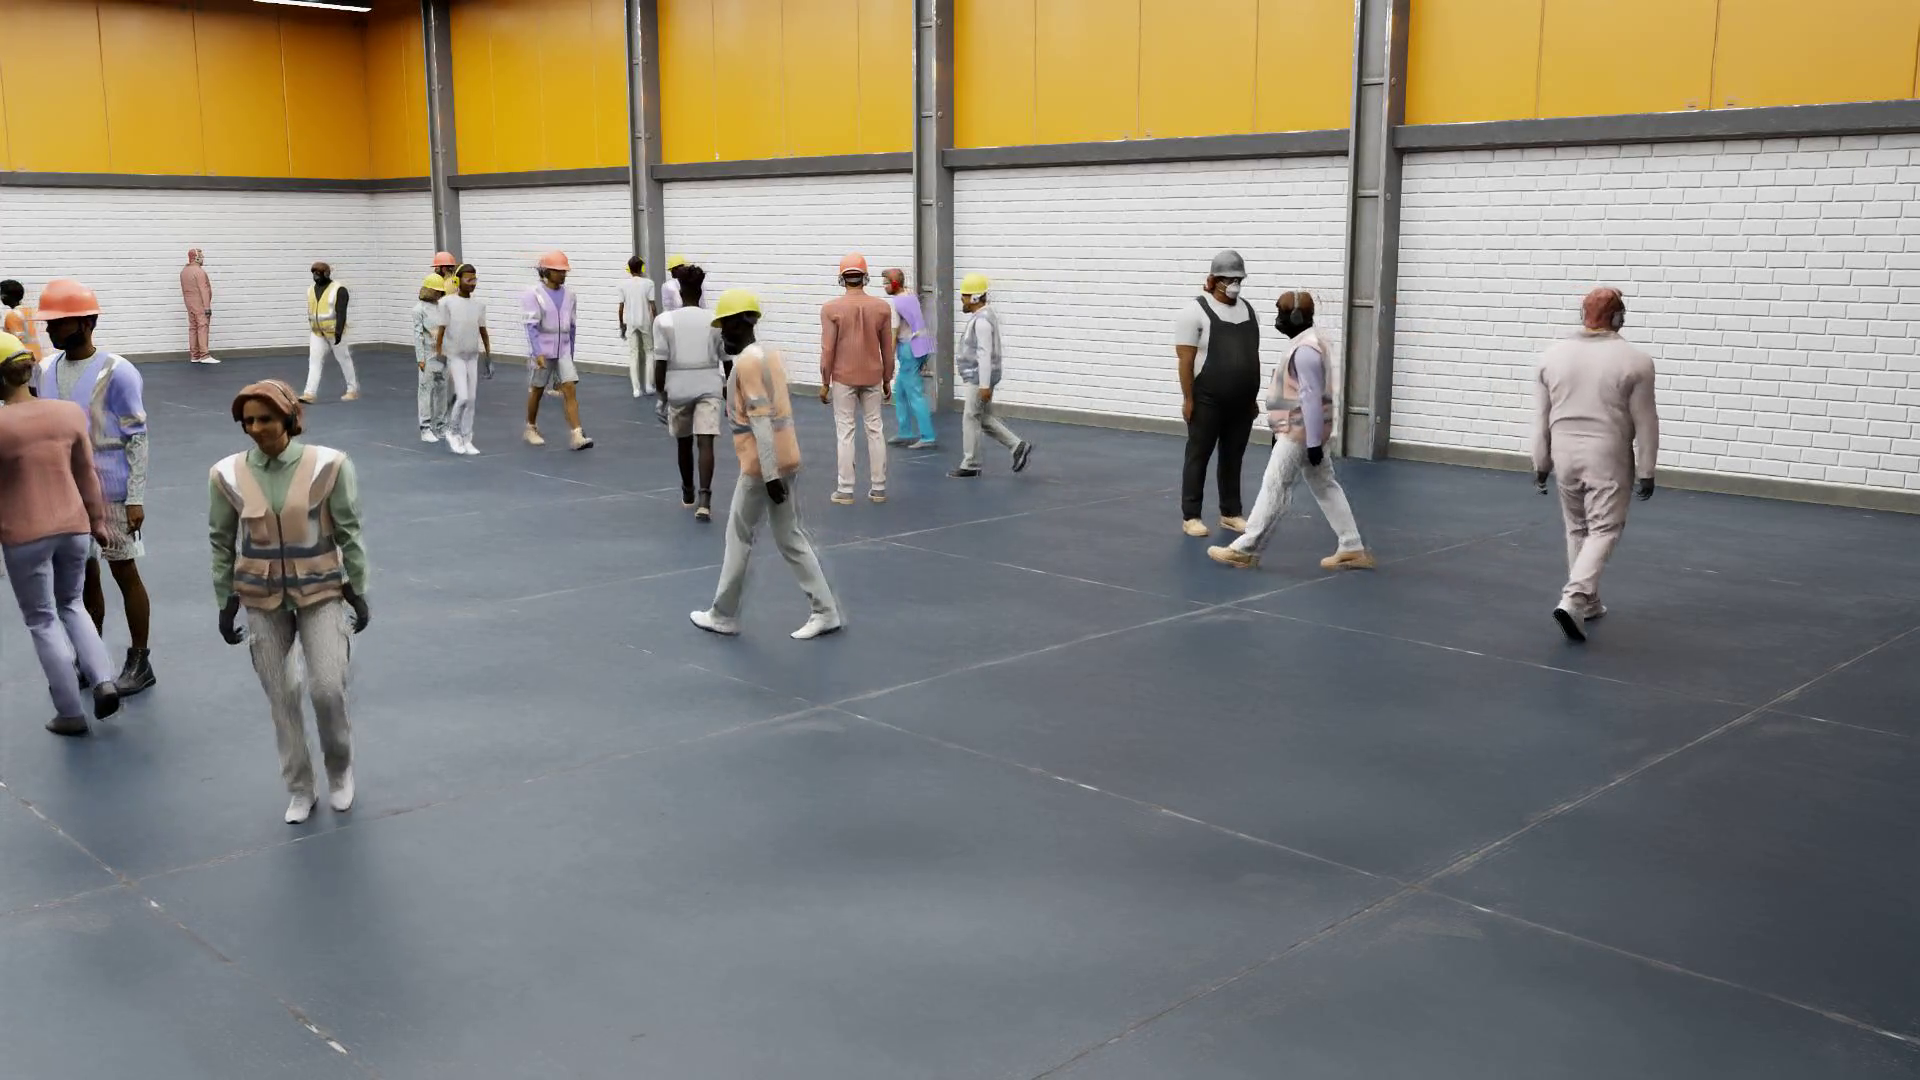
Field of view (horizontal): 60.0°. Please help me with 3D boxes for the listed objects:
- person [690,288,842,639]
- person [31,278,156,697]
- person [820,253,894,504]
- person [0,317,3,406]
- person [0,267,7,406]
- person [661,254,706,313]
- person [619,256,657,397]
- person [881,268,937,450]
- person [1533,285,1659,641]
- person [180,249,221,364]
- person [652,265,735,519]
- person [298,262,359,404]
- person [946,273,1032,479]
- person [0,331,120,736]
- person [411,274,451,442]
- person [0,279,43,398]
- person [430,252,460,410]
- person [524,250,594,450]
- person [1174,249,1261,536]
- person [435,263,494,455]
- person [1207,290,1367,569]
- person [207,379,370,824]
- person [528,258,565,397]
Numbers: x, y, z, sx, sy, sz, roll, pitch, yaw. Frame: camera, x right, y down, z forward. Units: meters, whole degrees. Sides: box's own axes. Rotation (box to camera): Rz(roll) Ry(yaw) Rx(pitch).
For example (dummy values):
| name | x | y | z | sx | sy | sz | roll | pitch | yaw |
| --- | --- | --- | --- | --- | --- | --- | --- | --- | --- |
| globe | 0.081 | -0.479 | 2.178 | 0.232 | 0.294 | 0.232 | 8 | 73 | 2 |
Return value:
| name | x | y | z | sx | sy | sz | roll | pitch | yaw |
| --- | --- | --- | --- | --- | --- | --- | --- | --- | --- |
| person | -1.040 | -0.396 | 8.828 | 0.841 | 1.860 | 0.611 | 2 | 11 | 13 |
| person | -4.015 | -0.229 | 7.675 | 0.548 | 1.937 | 0.379 | 3 | 11 | 15 |
| person | -0.830 | -1.281 | 13.261 | 0.623 | 1.990 | 0.390 | -5 | 11 | -24 |
| person | -9.004 | -1.572 | 15.313 | 0.601 | 1.815 | 0.429 | 4 | 11 | 19 |
| person | -11.004 | -2.294 | 18.936 | 0.630 | 1.940 | 0.372 | 8 | 13 | 38 |
| person | -3.574 | -2.755 | 21.597 | 0.584 | 1.878 | 0.644 | -8 | 13 | -39 |
| person | -4.260 | -2.835 | 22.118 | 0.577 | 1.844 | 0.739 | 0 | 10 | 1 |
| person | -0.545 | -1.794 | 16.561 | 0.710 | 1.809 | 0.572 | 3 | 11 | 16 |
| person | 3.387 | -0.424 | 8.915 | 0.903 | 1.876 | 0.659 | -10 | 14 | -43 |
| person | -12.683 | -3.895 | 27.749 | 0.651 | 1.907 | 0.409 | 8 | 13 | 36 |
| person | -2.015 | -1.134 | 12.685 | 0.623 | 1.917 | 1.018 | -2 | 11 | -10 |
| person | -8.082 | -2.640 | 21.228 | 0.620 | 1.795 | 0.964 | 3 | 11 | 14 |
| person | 0.248 | -1.424 | 14.549 | 0.689 | 1.809 | 0.602 | 0 | 10 | 2 |
| person | -3.896 | -0.016 | 7.026 | 0.378 | 1.739 | 0.550 | 6 | 12 | 31 |
| person | -5.452 | -1.895 | 17.310 | 0.305 | 1.737 | 0.484 | 5 | 12 | 26 |
| person | -9.662 | -1.826 | 17.088 | 0.469 | 1.685 | 0.547 | -2 | 11 | -9 |
| person | -6.289 | -2.567 | 20.467 | 0.378 | 1.933 | 0.544 | -1 | 10 | -4 |
| person | -4.063 | -1.888 | 16.611 | 0.622 | 1.989 | 1.090 | -10 | 14 | -42 |
| person | 1.885 | -1.045 | 11.843 | 0.687 | 2.000 | 0.536 | -5 | 12 | -26 |
| person | -4.813 | -1.740 | 16.118 | 0.422 | 1.859 | 0.582 | 9 | 14 | 41 |
| person | 2.152 | -0.689 | 10.602 | 1.016 | 1.785 | 0.637 | 3 | 11 | 14 |
| person | -2.416 | 0.234 | 5.999 | 0.532 | 1.620 | 0.376 | -2 | 11 | -10 |
| person | -5.530 | -2.824 | 22.124 | 0.554 | 1.821 | 0.743 | -9 | 14 | -42 |
